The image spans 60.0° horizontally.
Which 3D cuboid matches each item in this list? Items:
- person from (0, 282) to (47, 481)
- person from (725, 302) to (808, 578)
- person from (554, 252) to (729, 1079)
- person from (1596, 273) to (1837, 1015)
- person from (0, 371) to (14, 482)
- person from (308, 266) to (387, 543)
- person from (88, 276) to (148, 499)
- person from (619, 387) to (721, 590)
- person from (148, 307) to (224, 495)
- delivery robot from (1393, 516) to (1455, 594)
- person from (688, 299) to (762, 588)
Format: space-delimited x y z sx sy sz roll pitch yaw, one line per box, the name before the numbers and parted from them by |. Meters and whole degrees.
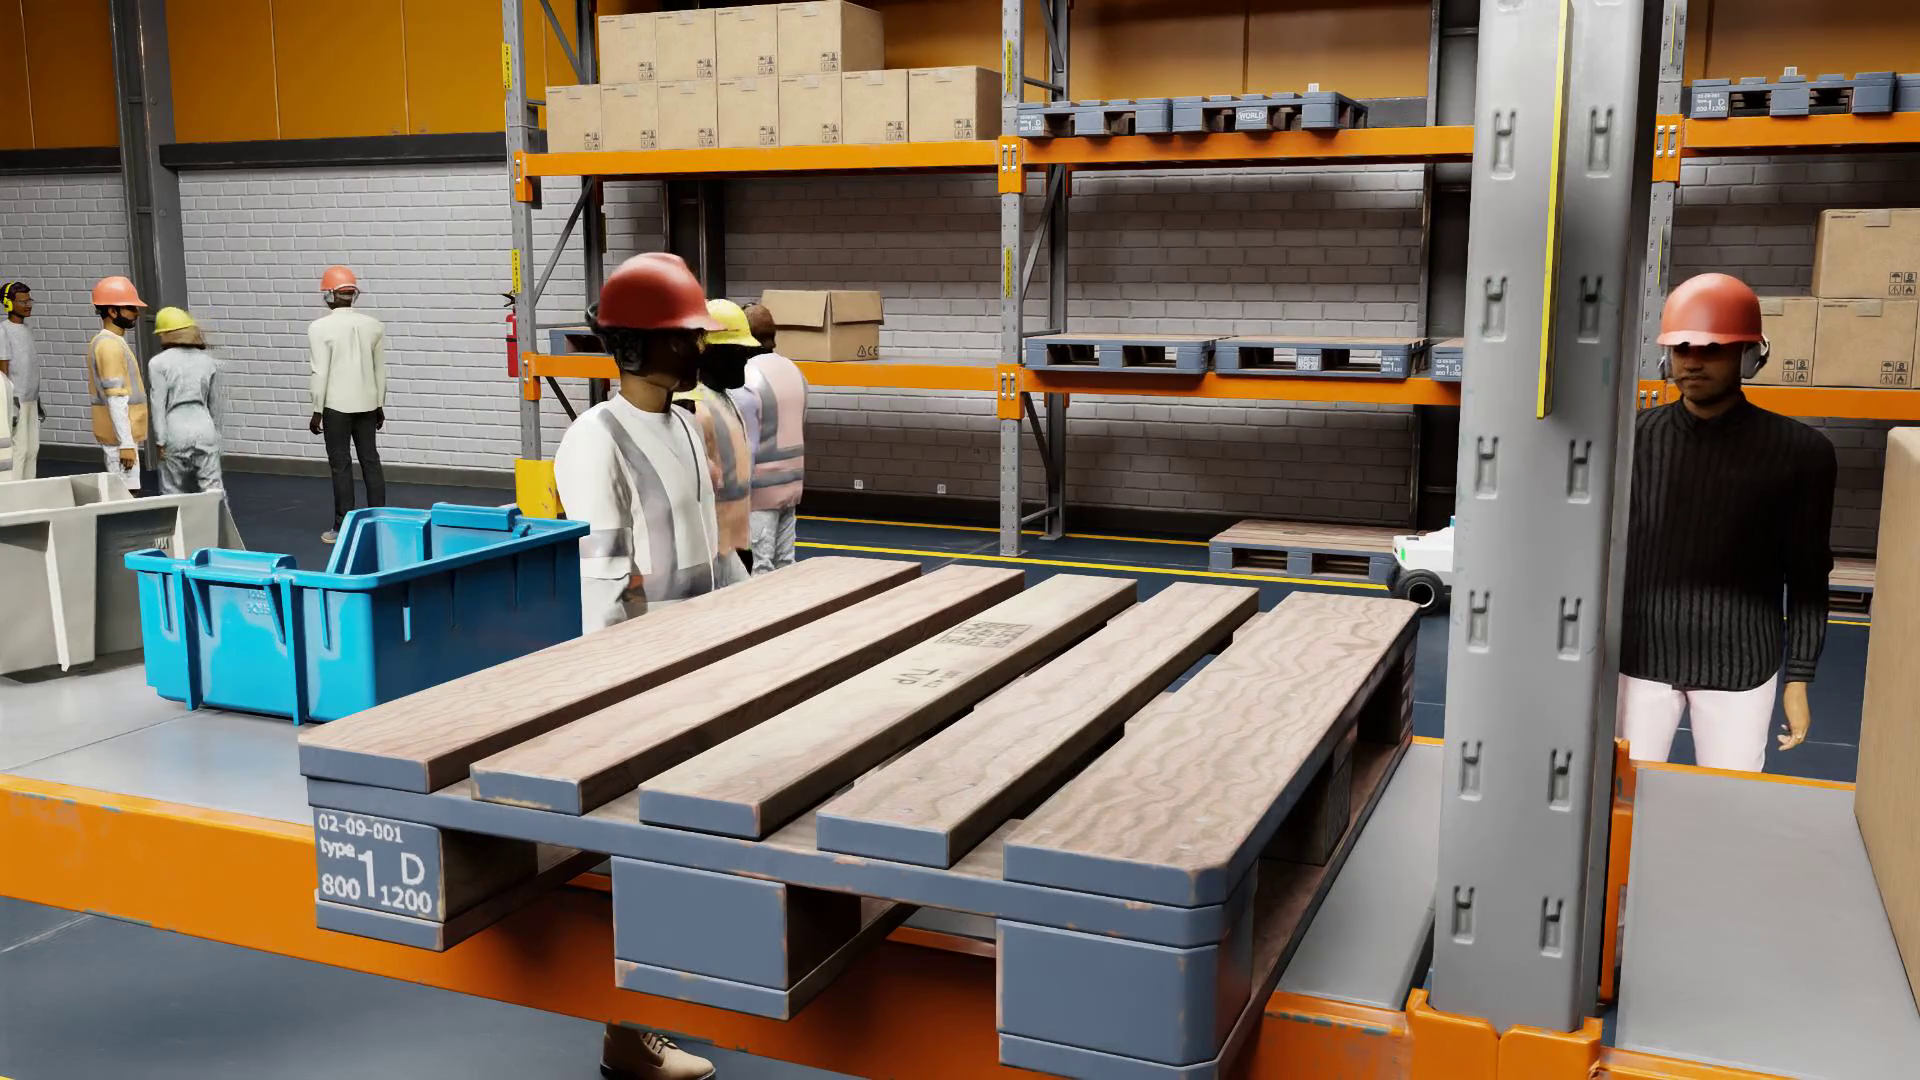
person | -7.394 -1.096 13.151 0.317 1.870 0.531 -1 10 -6
person | -0.944 -0.176 7.727 0.429 1.839 0.633 4 10 21
person | -0.740 0.323 4.127 0.368 2.046 0.608 2 10 11
person | 1.900 0.314 4.327 0.614 1.993 0.395 7 12 36
person | -4.976 -0.266 8.336 0.404 1.823 0.590 1 10 5
person | -4.423 -0.969 12.011 0.382 1.993 0.622 6 11 33
person | -5.139 -0.646 10.250 0.358 1.936 0.552 -5 11 -29
person | -0.911 0.296 5.117 0.312 1.771 0.524 7 12 35
person | -5.114 -0.669 10.992 0.615 1.718 0.514 9 13 43
delivery robot | 2.881 0.102 9.625 0.707 0.478 0.477 1 10 7
person | -1.026 -0.017 6.653 0.964 1.888 0.600 0 9 1
